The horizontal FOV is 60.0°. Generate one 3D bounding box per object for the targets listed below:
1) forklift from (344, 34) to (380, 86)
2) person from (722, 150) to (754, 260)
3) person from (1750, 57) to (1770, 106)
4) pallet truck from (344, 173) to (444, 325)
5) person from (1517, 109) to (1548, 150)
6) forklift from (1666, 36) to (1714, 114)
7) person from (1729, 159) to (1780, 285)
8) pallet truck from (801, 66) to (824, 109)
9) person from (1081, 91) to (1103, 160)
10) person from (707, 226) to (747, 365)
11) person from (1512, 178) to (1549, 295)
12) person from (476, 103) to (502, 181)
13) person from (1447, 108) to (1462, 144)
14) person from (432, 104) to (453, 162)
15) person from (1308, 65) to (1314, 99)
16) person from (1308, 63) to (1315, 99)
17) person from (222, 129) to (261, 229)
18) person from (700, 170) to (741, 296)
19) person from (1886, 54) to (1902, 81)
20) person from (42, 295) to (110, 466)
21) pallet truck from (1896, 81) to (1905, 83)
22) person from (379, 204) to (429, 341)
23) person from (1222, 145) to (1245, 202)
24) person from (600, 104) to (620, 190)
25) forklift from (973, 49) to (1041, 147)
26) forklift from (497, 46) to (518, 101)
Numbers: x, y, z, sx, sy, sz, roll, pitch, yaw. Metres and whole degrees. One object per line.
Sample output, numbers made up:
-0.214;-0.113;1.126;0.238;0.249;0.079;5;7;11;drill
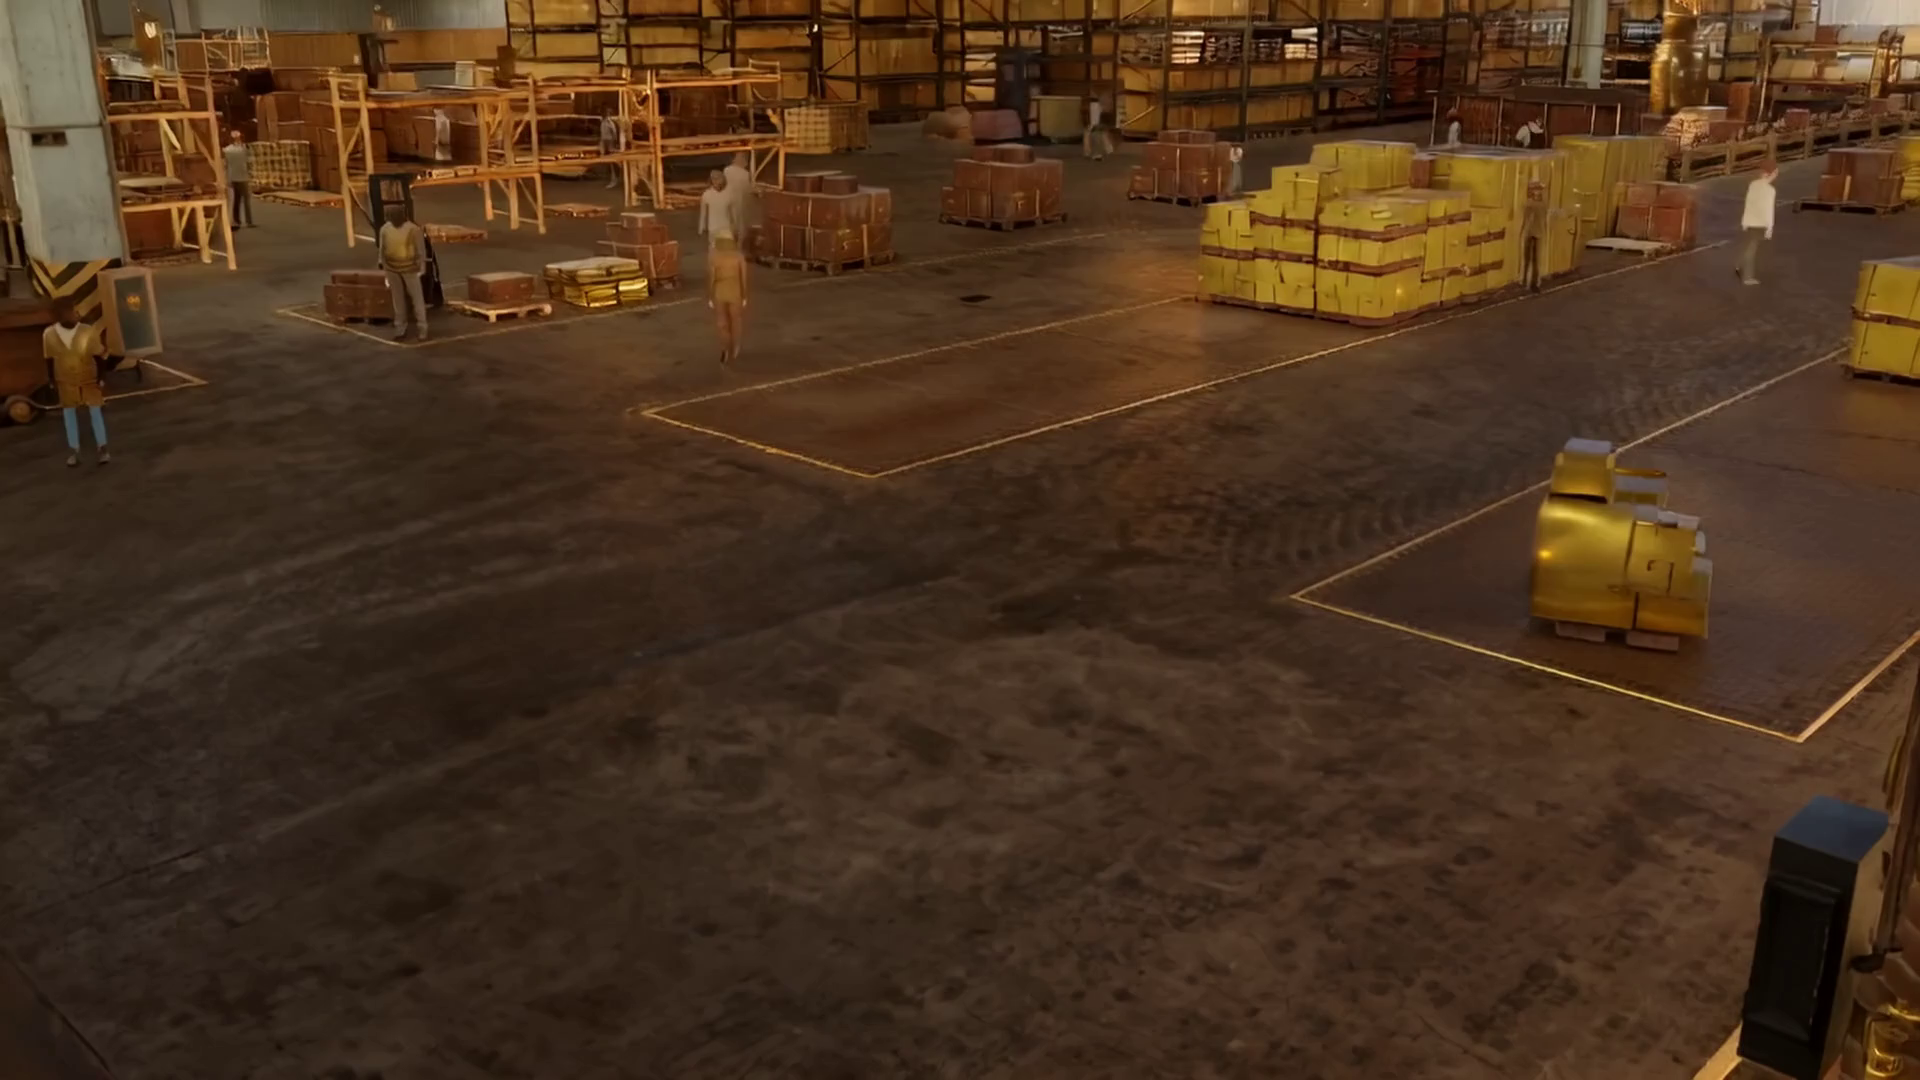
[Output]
-23.141;-18.403;65.227;1.129;2.768;1.873;17;25;41;forklift
-3.837;-5.688;28.455;0.648;1.904;0.686;6;19;17;person
31.913;-18.300;66.422;0.592;1.916;0.645;-10;21;-27;person
-8.209;-4.181;23.757;0.823;1.965;1.885;3;19;9;pallet truck
12.644;-8.561;36.886;0.698;2.000;0.808;-4;19;-13;person
27.341;-17.291;61.877;1.129;2.768;1.873;17;25;41;forklift
12.611;-5.007;26.271;0.431;1.977;0.642;-3;19;-9;person
-4.812;-15.182;56.903;0.823;1.965;1.885;-9;21;-26;pallet truck
3.623;-11.343;45.580;0.734;1.836;0.549;-2;18;-6;person
-2.909;-3.047;20.789;0.493;1.722;0.740;-2;18;-7;person
8.792;-4.669;25.588;0.523;1.769;0.317;-11;21;-30;person
-11.560;-9.819;40.965;0.616;1.872;0.958;0;18;1;person
11.327;-8.946;38.232;0.388;1.926;0.543;6;19;16;person
-12.450;-9.615;40.292;0.892;1.899;0.542;-2;18;-5;person
13.055;-16.575;61.341;0.429;1.846;0.625;6;19;19;person
14.582;-18.853;68.561;0.516;1.611;0.555;-7;20;-20;person
-14.093;-7.058;32.534;0.584;1.928;0.372;8;20;22;person
-3.654;-4.768;25.689;0.631;1.905;0.954;8;20;21;person
38.252;-18.953;68.353;0.620;1.934;1.012;1;18;3;person
-8.688;-1.571;16.363;0.531;1.698;0.320;-5;19;-15;person
34.802;-16.331;61.455;0.653;1.274;1.630;17;25;41;pallet truck
-7.384;-3.548;22.119;0.626;1.837;0.430;1;18;4;person
4.970;-6.284;30.378;0.988;1.818;0.517;2;18;6;person
-8.189;-9.173;38.848;0.362;1.962;0.613;2;18;6;person
1.376;-12.992;48.925;1.129;2.768;1.873;17;25;41;forklift
-14.008;-13.933;51.760;1.873;2.768;1.129;-11;21;-29;forklift
